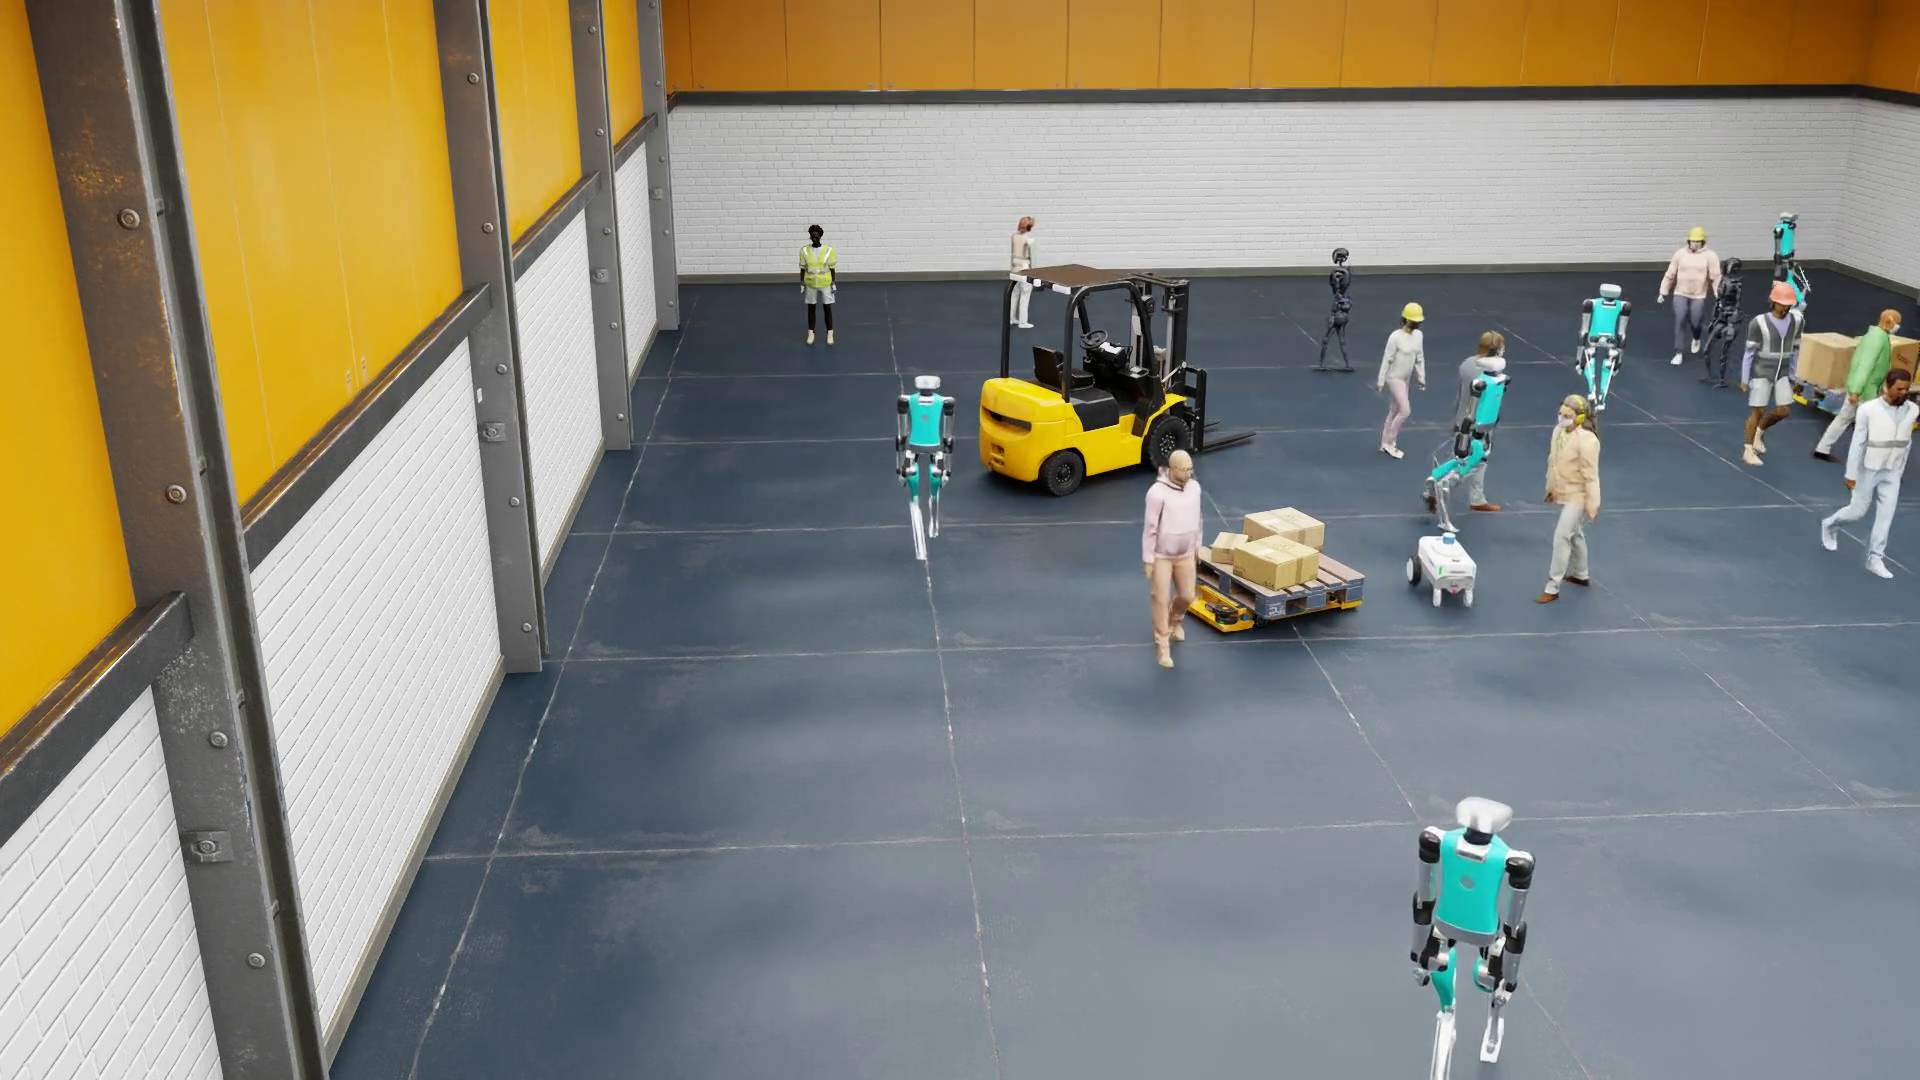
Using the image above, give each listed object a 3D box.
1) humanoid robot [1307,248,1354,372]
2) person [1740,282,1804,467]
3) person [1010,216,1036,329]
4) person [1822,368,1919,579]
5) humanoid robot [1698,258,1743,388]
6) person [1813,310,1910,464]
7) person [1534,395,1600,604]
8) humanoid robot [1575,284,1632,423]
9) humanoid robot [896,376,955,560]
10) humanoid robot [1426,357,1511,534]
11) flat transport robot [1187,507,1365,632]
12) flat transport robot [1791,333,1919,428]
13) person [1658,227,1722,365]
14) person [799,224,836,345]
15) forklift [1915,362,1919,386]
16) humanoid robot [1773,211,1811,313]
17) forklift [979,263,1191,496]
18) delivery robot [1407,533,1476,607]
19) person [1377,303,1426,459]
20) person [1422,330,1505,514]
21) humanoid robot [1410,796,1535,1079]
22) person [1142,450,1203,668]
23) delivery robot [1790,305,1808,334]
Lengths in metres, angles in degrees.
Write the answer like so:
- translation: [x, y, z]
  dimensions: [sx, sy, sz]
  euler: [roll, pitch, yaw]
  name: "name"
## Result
- translation: [4.924, -3.015, 21.810]
  dimensions: [0.603, 1.638, 0.590]
  euler: [7, 21, 17]
  name: "humanoid robot"
- translation: [8.742, -1.790, 17.955]
  dimensions: [0.635, 2.024, 0.479]
  euler: [-2, 20, -7]
  name: "person"
- translation: [0.915, -3.912, 24.308]
  dimensions: [0.316, 1.629, 0.515]
  euler: [-16, 26, -38]
  name: "person"
- translation: [8.285, -0.661, 15.078]
  dimensions: [0.598, 1.893, 0.803]
  euler: [-3, 20, -8]
  name: "person"
- translation: [9.695, -2.744, 21.058]
  dimensions: [0.312, 1.652, 0.608]
  euler: [-1, 20, -4]
  name: "humanoid robot"
- translation: [9.824, -1.619, 17.926]
  dimensions: [0.941, 1.725, 0.590]
  euler: [10, 22, 25]
  name: "person"
- translation: [5.314, -0.391, 14.449]
  dimensions: [0.689, 1.838, 0.629]
  euler: [-4, 20, -10]
  name: "person"
- translation: [7.313, -2.009, 18.938]
  dimensions: [0.555, 1.734, 0.968]
  euler: [3, 20, 7]
  name: "humanoid robot"
- translation: [-0.322, -0.719, 15.545]
  dimensions: [0.555, 1.831, 0.850]
  euler: [0, 20, 0]
  name: "humanoid robot"
- translation: [4.819, -0.879, 16.051]
  dimensions: [0.545, 1.889, 0.747]
  euler: [-16, 26, -37]
  name: "humanoid robot"
- translation: [2.679, 0.492, 14.286]
  dimensions: [1.431, 0.231, 0.659]
  euler: [-9, 22, -24]
  name: "flat transport robot"
- translation: [10.741, -1.607, 20.004]
  dimensions: [0.659, 0.231, 1.431]
  euler: [-3, 20, -8]
  name: "flat transport robot"
- translation: [9.852, -3.311, 22.368]
  dimensions: [0.823, 1.837, 0.742]
  euler: [12, 23, 30]
  name: "person"
- translation: [-1.992, -3.580, 23.317]
  dimensions: [0.535, 1.694, 0.320]
  euler: [1, 20, 3]
  name: "person"
- translation: [12.602, -2.435, 19.475]
  dimensions: [2.313, 2.155, 1.214]
  euler: [-1, 20, -4]
  name: "forklift"
- translation: [11.957, -3.793, 23.791]
  dimensions: [0.555, 1.749, 0.728]
  euler: [-18, 27, -41]
  name: "humanoid robot"
- translation: [1.315, -1.764, 17.646]
  dimensions: [2.313, 2.155, 1.214]
  euler: [-14, 24, -33]
  name: "forklift"
- translation: [4.256, 0.235, 14.600]
  dimensions: [0.499, 0.614, 0.804]
  euler: [0, 20, 0]
  name: "delivery robot"
- translation: [4.861, -1.744, 18.224]
  dimensions: [0.455, 1.747, 0.530]
  euler: [17, 26, 38]
  name: "person"
- translation: [4.991, -1.119, 16.303]
  dimensions: [0.844, 1.906, 0.639]
  euler: [-3, 20, -7]
  name: "person"
- translation: [2.566, 1.963, 8.201]
  dimensions: [0.530, 1.779, 0.999]
  euler: [12, 23, 30]
  name: "humanoid robot"
- translation: [1.653, 0.099, 13.211]
  dimensions: [0.561, 1.766, 0.571]
  euler: [-7, 21, -17]
  name: "person"
- translation: [11.697, -3.035, 23.499]
  dimensions: [0.499, 0.606, 0.809]
  euler: [7, 21, 19]
  name: "delivery robot"
